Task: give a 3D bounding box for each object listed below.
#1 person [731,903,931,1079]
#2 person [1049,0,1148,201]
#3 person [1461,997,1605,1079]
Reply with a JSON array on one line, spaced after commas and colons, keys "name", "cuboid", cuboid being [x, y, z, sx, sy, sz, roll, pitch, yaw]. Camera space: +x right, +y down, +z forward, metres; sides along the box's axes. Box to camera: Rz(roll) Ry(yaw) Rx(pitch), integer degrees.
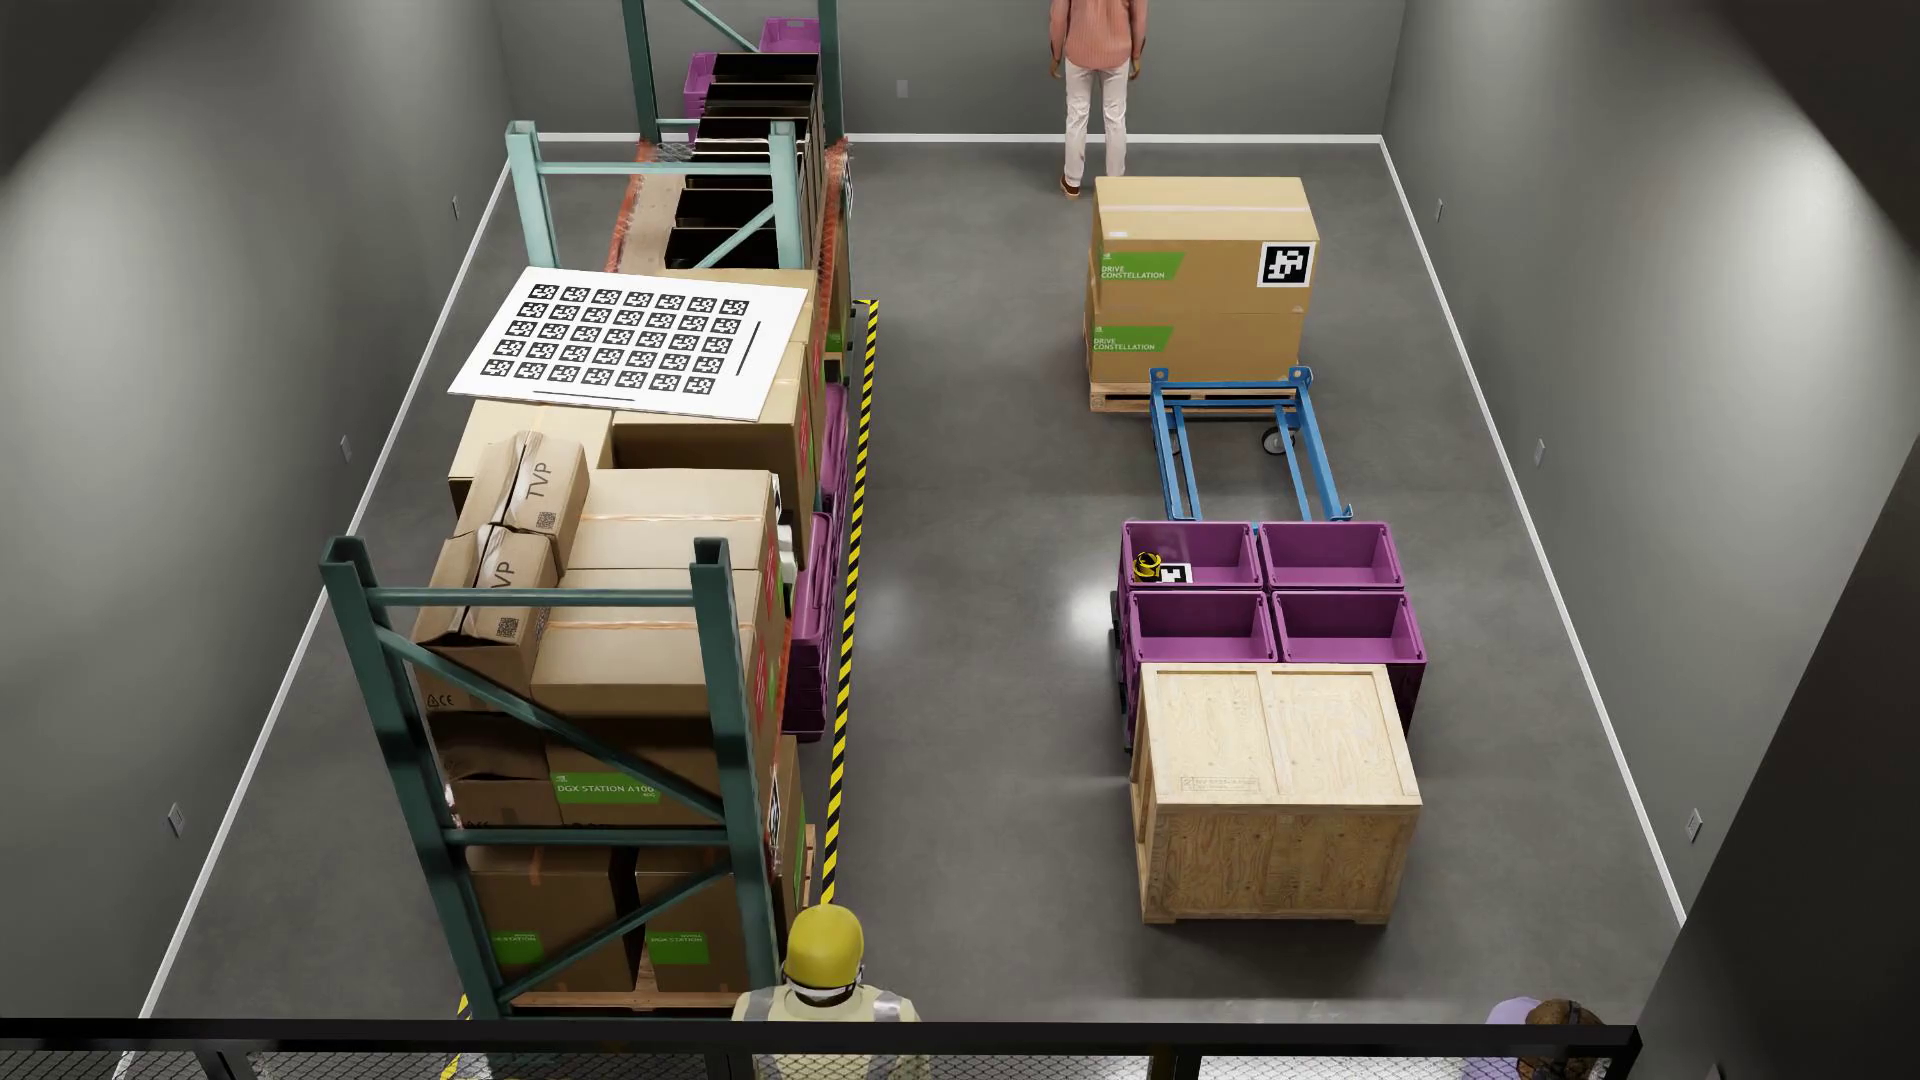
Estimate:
[{"name": "person", "cuboid": [-0.384, 1.748, 5.198, 0.591, 1.834, 0.404, 2, 41, 2]}, {"name": "person", "cuboid": [0.873, -3.121, 10.630, 0.613, 1.995, 0.390, 2, 41, 2]}, {"name": "person", "cuboid": [1.544, 1.937, 4.904, 0.356, 1.938, 0.633, 11, 42, 12]}]
